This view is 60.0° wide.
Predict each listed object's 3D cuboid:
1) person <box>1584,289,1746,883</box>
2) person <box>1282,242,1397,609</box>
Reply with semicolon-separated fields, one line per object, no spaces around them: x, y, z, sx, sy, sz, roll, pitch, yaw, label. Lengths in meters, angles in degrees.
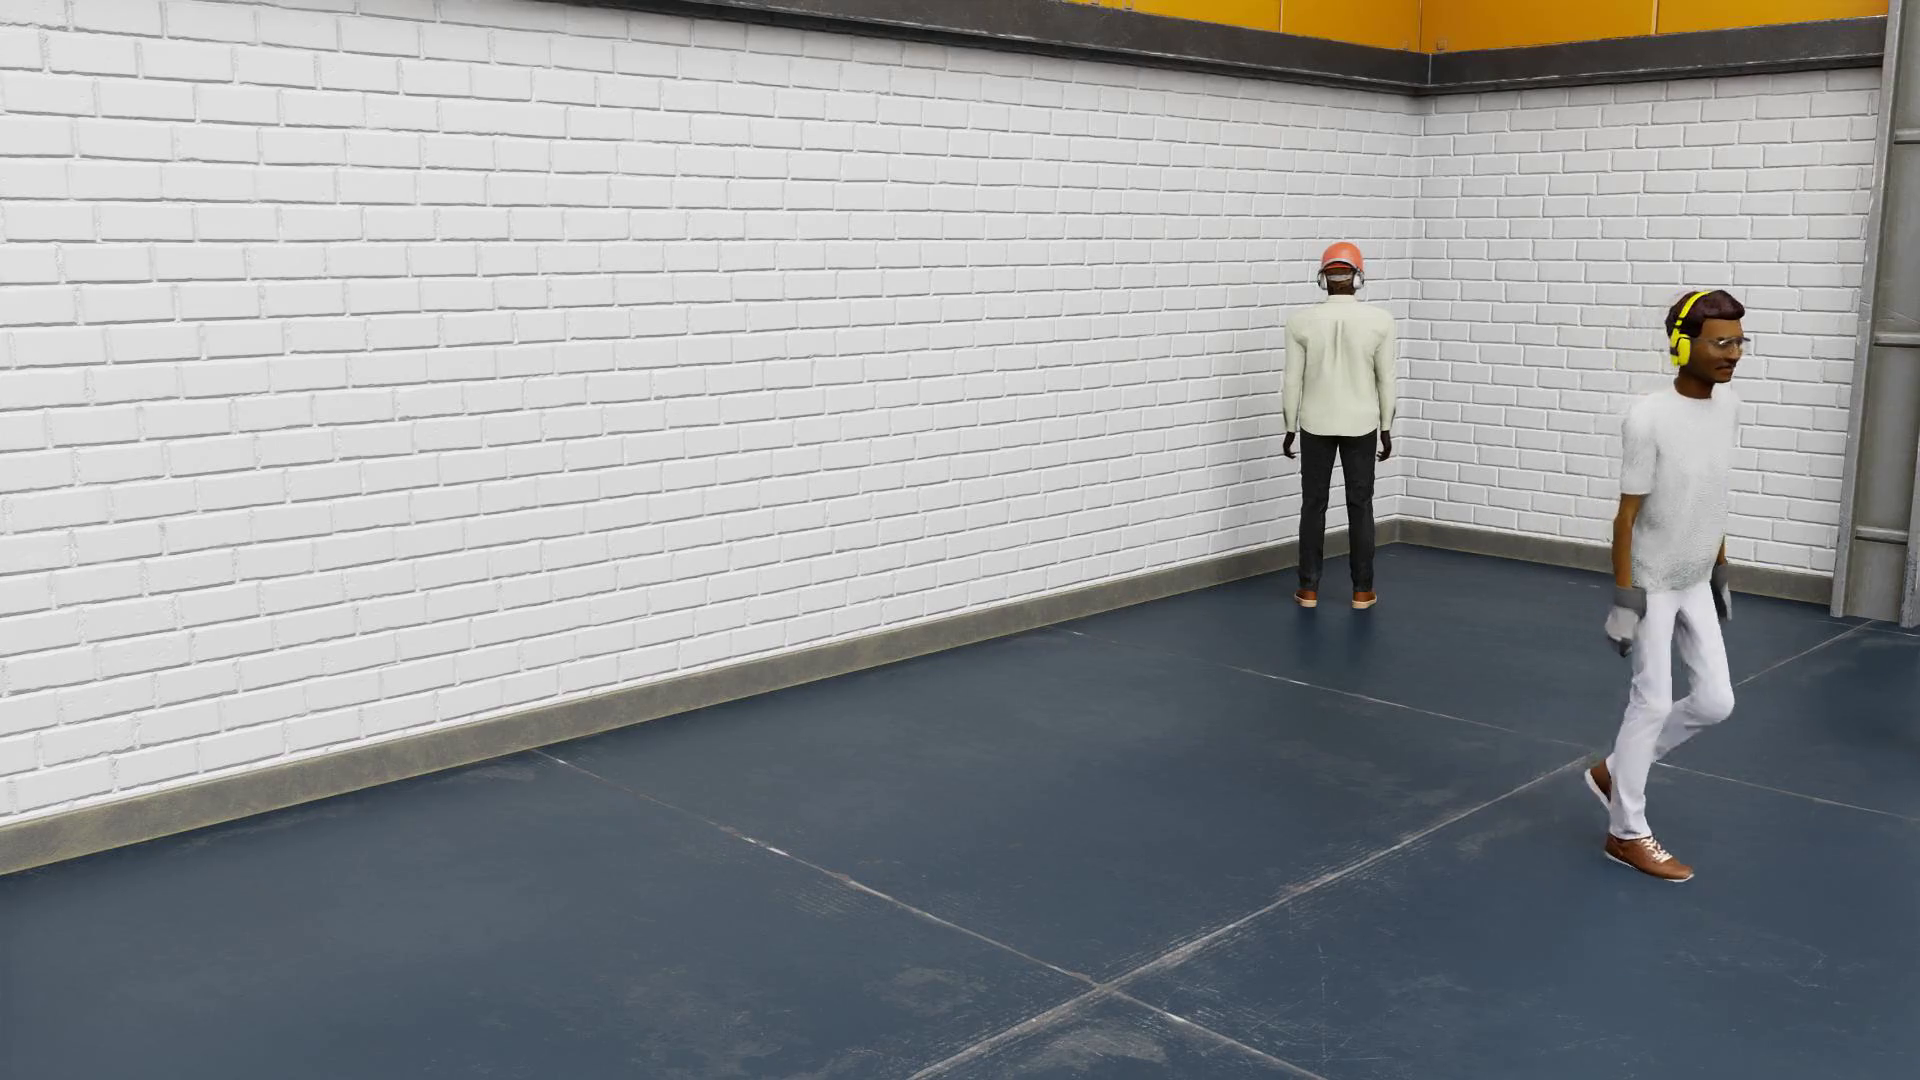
2.228;0.144;5.243;0.569;1.860;0.435;-6;12;-30;person
2.057;-0.614;9.046;0.608;1.985;0.395;2;11;13;person
